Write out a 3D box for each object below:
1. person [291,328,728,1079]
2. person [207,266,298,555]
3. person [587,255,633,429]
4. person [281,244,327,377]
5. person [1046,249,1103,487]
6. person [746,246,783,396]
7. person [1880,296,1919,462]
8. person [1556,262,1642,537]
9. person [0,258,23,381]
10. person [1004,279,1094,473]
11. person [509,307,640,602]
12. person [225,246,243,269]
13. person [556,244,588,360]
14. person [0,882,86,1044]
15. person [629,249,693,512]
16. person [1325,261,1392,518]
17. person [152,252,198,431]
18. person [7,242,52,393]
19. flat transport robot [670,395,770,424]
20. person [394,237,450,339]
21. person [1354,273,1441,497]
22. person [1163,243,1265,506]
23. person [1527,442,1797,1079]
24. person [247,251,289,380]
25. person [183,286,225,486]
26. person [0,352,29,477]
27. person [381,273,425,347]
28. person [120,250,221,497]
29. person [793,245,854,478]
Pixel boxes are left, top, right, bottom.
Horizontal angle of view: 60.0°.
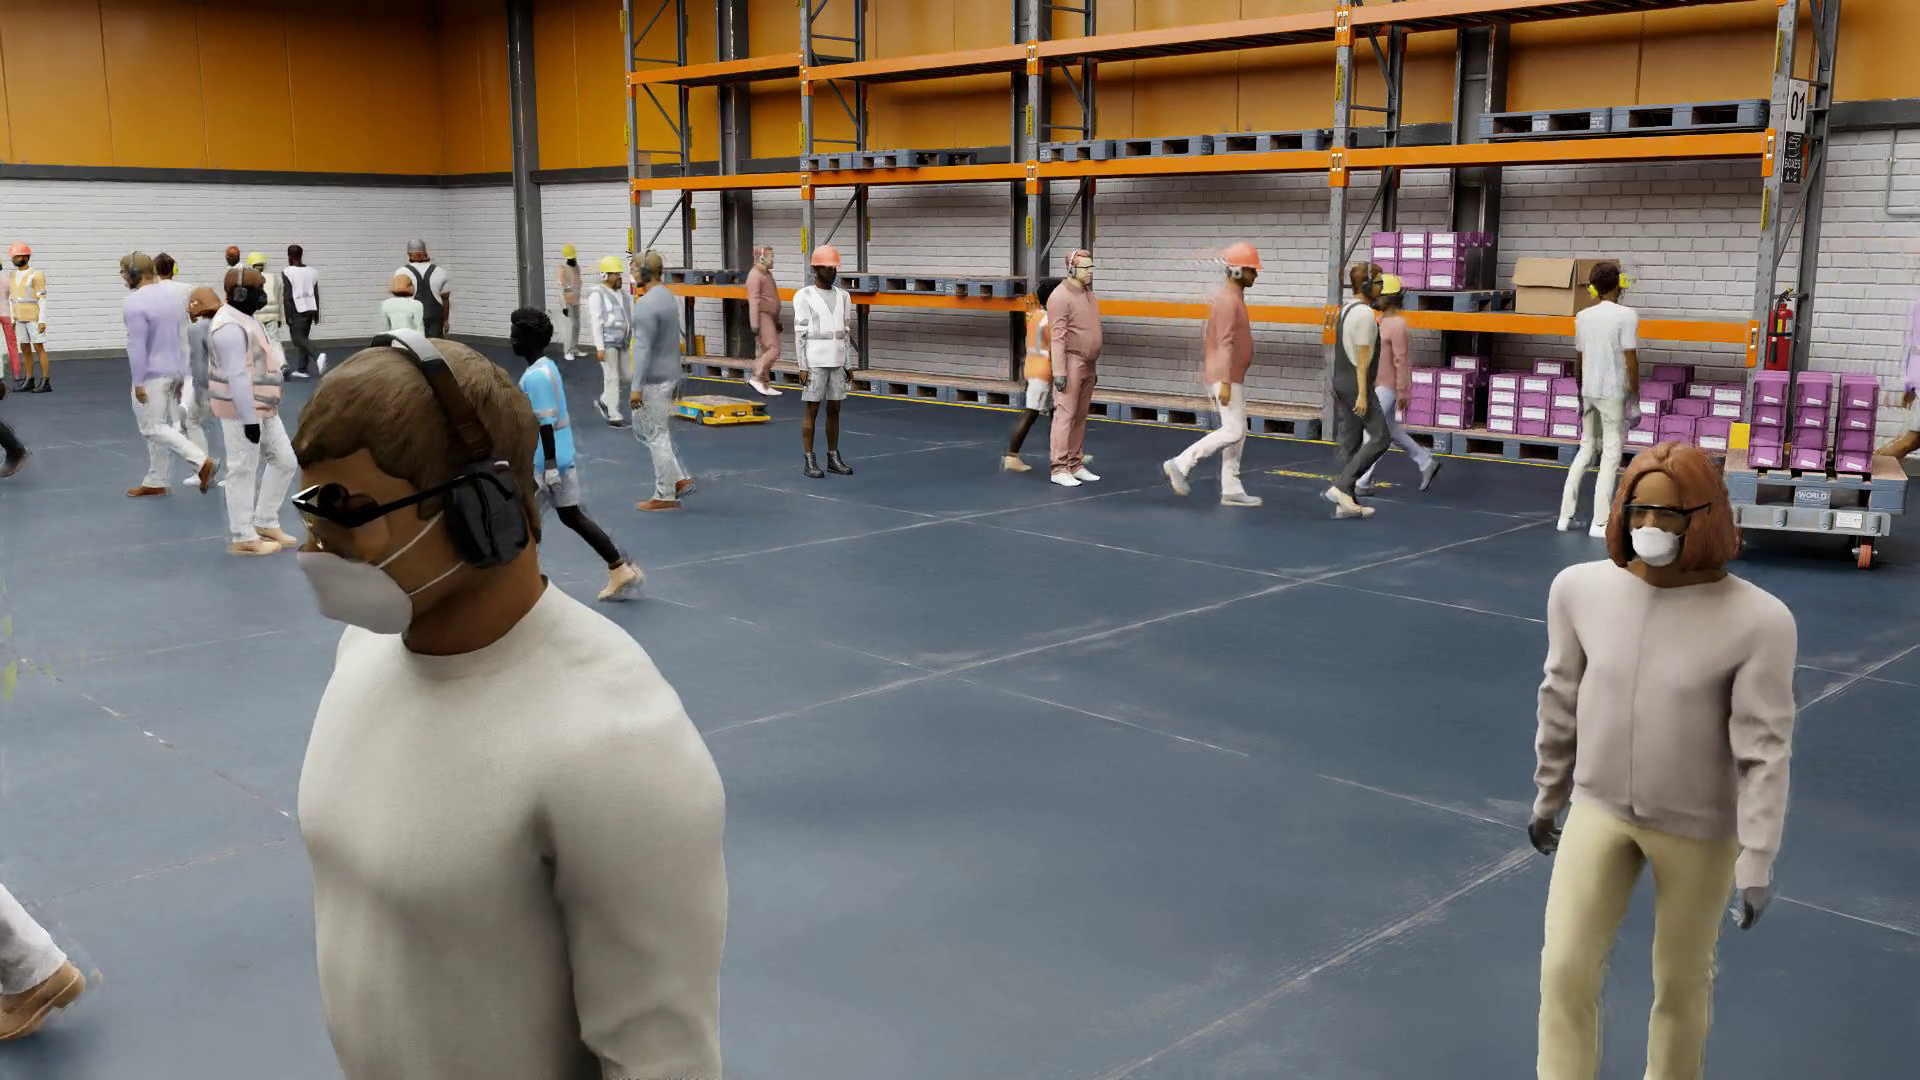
[{"bbox_3d":[-0.498,0.741,1.798,0.370,1.934,0.627,-10,14,-44],"label":"person"},{"bbox_3d":[-4.431,-0.802,10.497,0.535,1.827,0.659,-2,11,-10],"label":"person"},{"bbox_3d":[-3.667,-2.068,17.431,0.495,1.817,0.597,5,12,27],"label":"person"},{"bbox_3d":[-9.328,-3.250,23.673,0.718,1.893,0.598,5,12,26],"label":"person"},{"bbox_3d":[0.958,-1.398,13.537,0.403,1.906,0.651,6,12,30],"label":"person"},{"bbox_3d":[-2.431,-2.748,20.951,0.450,1.890,0.646,1,10,4],"label":"person"},{"bbox_3d":[6.894,-1.136,11.896,1.016,1.998,0.611,3,11,14],"label":"person"},{"bbox_3d":[4.293,-0.927,11.154,0.379,1.842,0.608,-4,11,-21],"label":"person"},{"bbox_3d":[-13.283,-3.064,22.995,0.525,1.772,0.303,-7,12,-32],"label":"person"},{"bbox_3d":[0.745,-1.391,14.190,0.848,1.643,0.526,-2,11,-11],"label":"person"},{"bbox_3d":[-2.203,-0.441,9.040,0.898,1.655,0.537,-1,10,-5],"label":"person"},{"bbox_3d":[-11.377,-3.700,26.271,0.347,1.850,0.686,-5,11,-24],"label":"person"},{"bbox_3d":[-6.303,-3.856,27.021,0.490,1.876,0.700,4,11,21],"label":"person"},{"bbox_3d":[-2.654,0.429,3.913,0.632,1.798,0.980,9,14,41],"label":"person"},{"bbox_3d":[-2.239,-1.143,12.115,0.433,1.925,0.630,1,10,3],"label":"person"},{"bbox_3d":[2.858,-1.052,11.821,0.399,1.835,0.521,-1,10,-5],"label":"person"},{"bbox_3d":[-8.048,-2.013,17.044,0.534,1.852,0.610,-4,11,-22],"label":"person"},{"bbox_3d":[-12.009,-2.856,21.401,0.551,1.937,0.357,3,11,17],"label":"person"},{"bbox_3d":[-2.704,-1.438,18.215,0.652,0.197,1.431,-7,13,-34],"label":"flat transport robot"},{"bbox_3d":[-6.818,-2.861,21.147,0.683,2.000,0.920,-6,12,-29],"label":"person"},{"bbox_3d":[3.359,-1.196,12.892,0.804,1.738,0.523,-1,10,-3],"label":"person"},{"bbox_3d":[1.924,-1.216,12.377,0.651,1.970,0.632,2,11,13],"label":"person"},{"bbox_3d":[1.357,0.612,3.355,0.530,1.604,0.695,9,13,39],"label":"person"},{"bbox_3d":[-9.673,-3.106,23.133,0.857,1.802,0.600,10,14,44],"label":"person"},{"bbox_3d":[-6.057,-1.224,13.377,0.618,1.612,0.513,4,11,21],"label":"person"},{"bbox_3d":[-7.814,-1.340,13.188,0.624,1.938,0.934,0,10,0],"label":"person"},{"bbox_3d":[-6.038,-2.065,17.986,0.497,1.619,0.548,2,11,11],"label":"person"},{"bbox_3d":[-6.071,-1.246,12.694,0.767,1.915,0.643,0,10,2],"label":"person"},{"bbox_3d":[-1.128,-1.496,13.972,0.545,1.942,0.349,-8,13,-38],"label":"person"}]
